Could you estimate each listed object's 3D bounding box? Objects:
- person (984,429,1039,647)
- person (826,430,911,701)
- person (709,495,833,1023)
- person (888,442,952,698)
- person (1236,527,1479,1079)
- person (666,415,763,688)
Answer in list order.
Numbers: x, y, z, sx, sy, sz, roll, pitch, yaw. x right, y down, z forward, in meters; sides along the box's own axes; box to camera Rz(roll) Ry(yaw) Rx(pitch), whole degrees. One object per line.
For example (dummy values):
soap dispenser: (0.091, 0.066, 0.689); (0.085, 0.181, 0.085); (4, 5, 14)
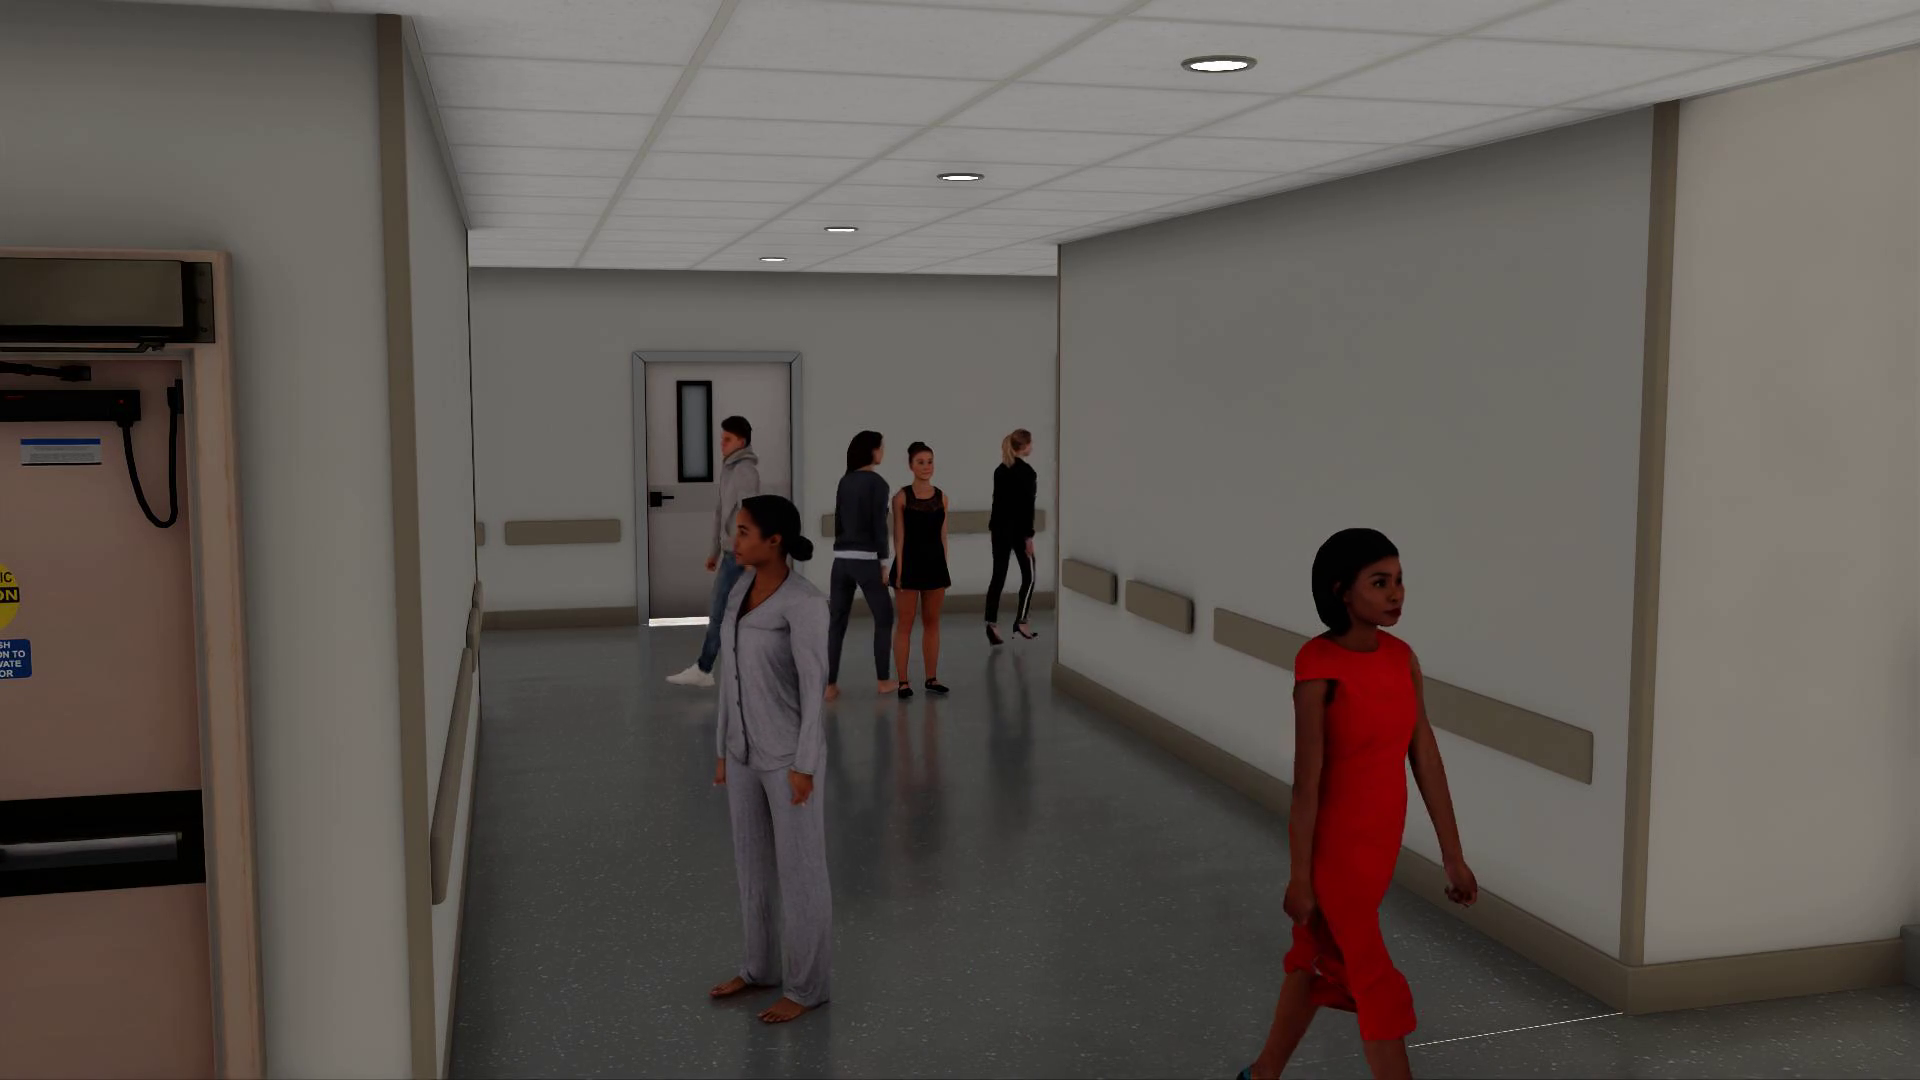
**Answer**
person: (0.359, 0.004, 12.848); (0.908, 1.676, 0.957); (5, 8, 41)
person: (-0.703, 0.166, 10.883); (0.849, 1.748, 0.917); (3, 7, 28)
person: (-0.618, 0.705, 5.583); (0.712, 1.736, 0.709); (6, 8, 44)
person: (-0.262, 0.186, 11.045); (0.566, 1.674, 0.685); (-3, 7, -28)
person: (0.955, 0.843, 4.371); (1.092, 1.703, 0.962); (-5, 8, -41)
person: (-1.390, 0.108, 11.196); (1.265, 1.800, 0.772); (-2, 6, -20)
